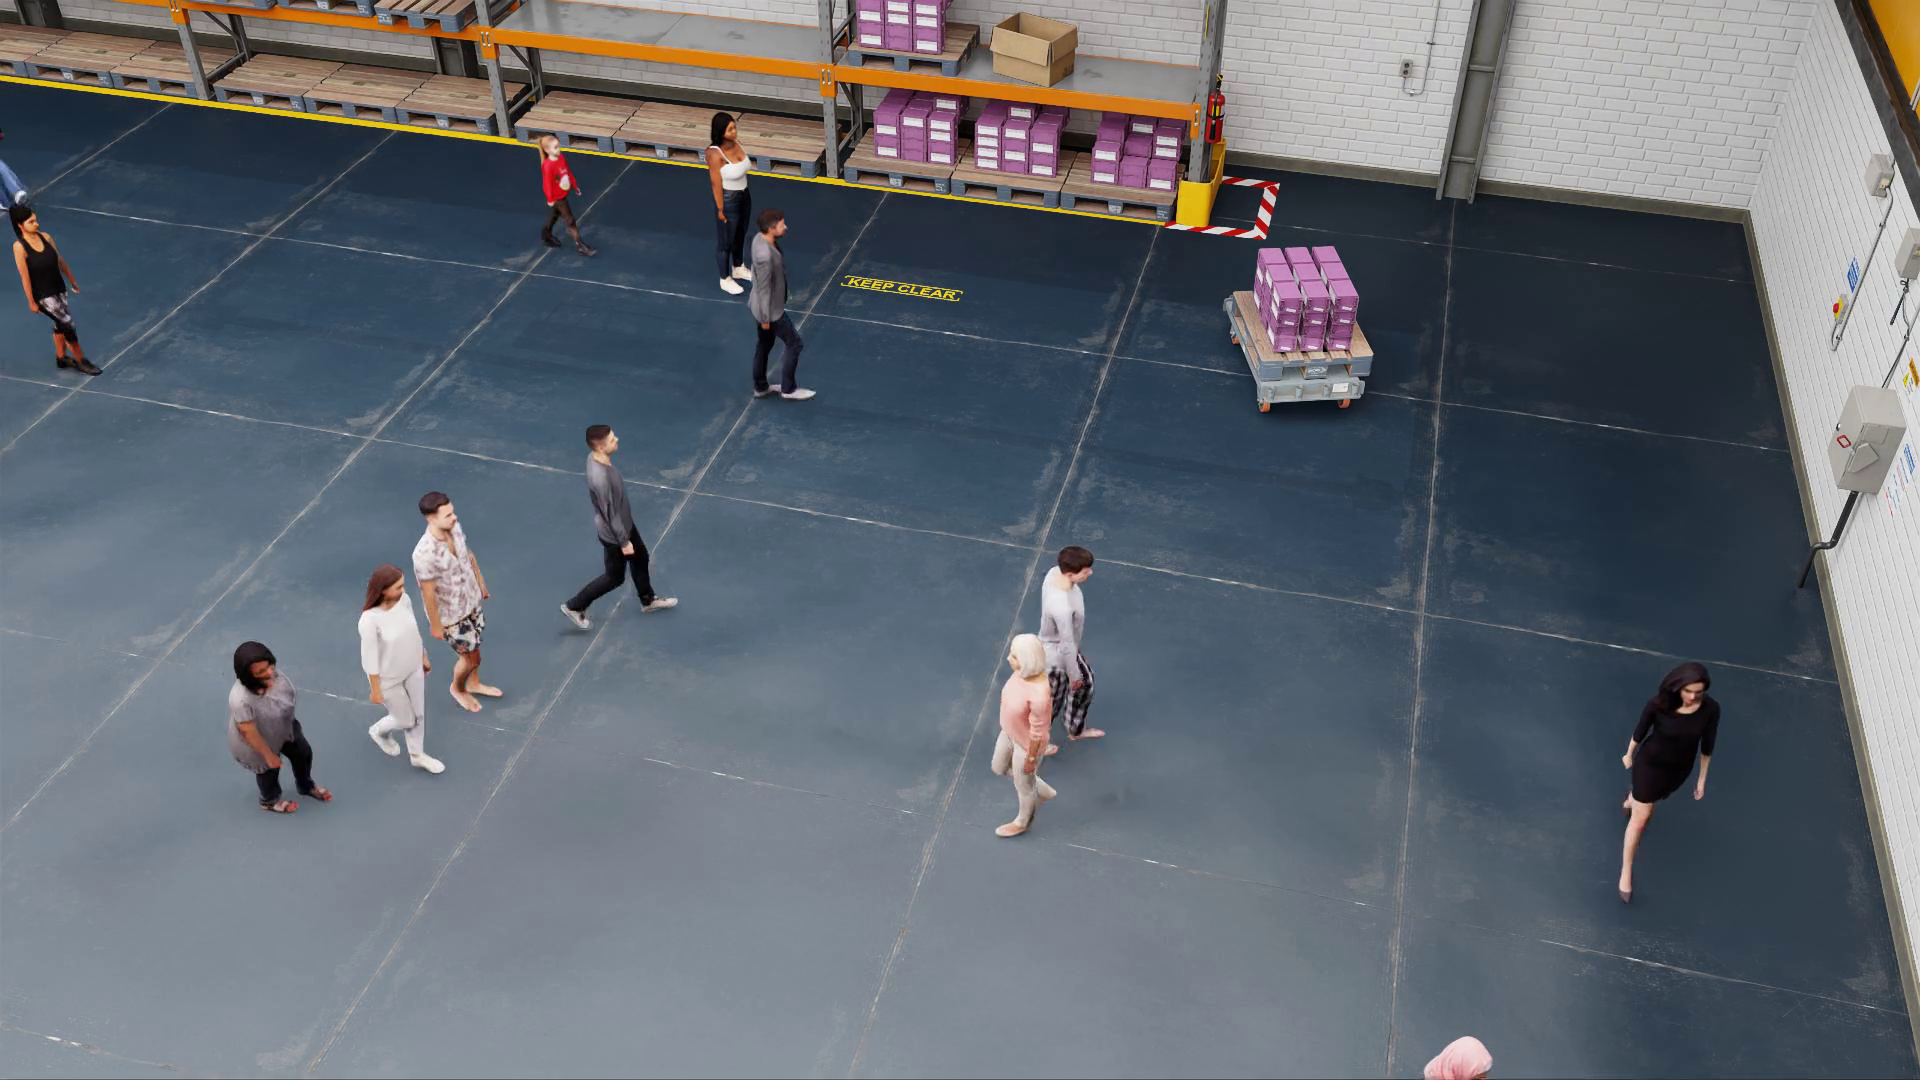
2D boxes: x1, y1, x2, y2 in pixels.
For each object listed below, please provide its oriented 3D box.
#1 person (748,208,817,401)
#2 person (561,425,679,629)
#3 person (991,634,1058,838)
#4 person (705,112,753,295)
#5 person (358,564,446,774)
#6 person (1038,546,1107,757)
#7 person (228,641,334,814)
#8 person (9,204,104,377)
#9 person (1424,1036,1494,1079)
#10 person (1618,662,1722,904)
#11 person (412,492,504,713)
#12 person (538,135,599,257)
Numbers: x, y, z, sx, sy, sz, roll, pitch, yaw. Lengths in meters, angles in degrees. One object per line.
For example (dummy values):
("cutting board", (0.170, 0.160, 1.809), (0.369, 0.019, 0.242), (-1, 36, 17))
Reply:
("person", (-1.737, -2.020, 14.477), (0.921, 1.851, 0.858), (-10, 40, -13))
("person", (-2.593, -0.059, 12.114), (1.169, 1.735, 0.933), (-7, 39, -9))
("person", (0.488, 1.222, 10.523), (0.819, 1.719, 0.761), (-10, 40, -13))
("person", (-2.232, -3.279, 16.087), (0.661, 1.809, 0.684), (17, 42, 20))
("person", (-3.795, 0.854, 11.031), (0.824, 1.660, 0.709), (17, 42, 21))
("person", (0.553, 0.756, 11.022), (0.929, 1.826, 0.783), (1, 39, 1))
("person", (-4.504, 1.191, 10.687), (0.753, 1.563, 0.683), (0, 39, 0))
("person", (-8.245, -2.238, 14.912), (0.734, 1.649, 0.627), (8, 39, 9))
("person", (2.333, 3.038, 8.182), (0.626, 1.802, 0.659), (15, 41, 18))
("person", (4.342, 1.364, 10.312), (1.075, 1.761, 0.770), (3, 39, 4))
("person", (-3.561, 0.412, 11.467), (0.606, 1.806, 0.675), (10, 40, 12))
("person", (-4.103, -3.492, 16.801), (0.908, 1.251, 0.504), (9, 39, 11))
